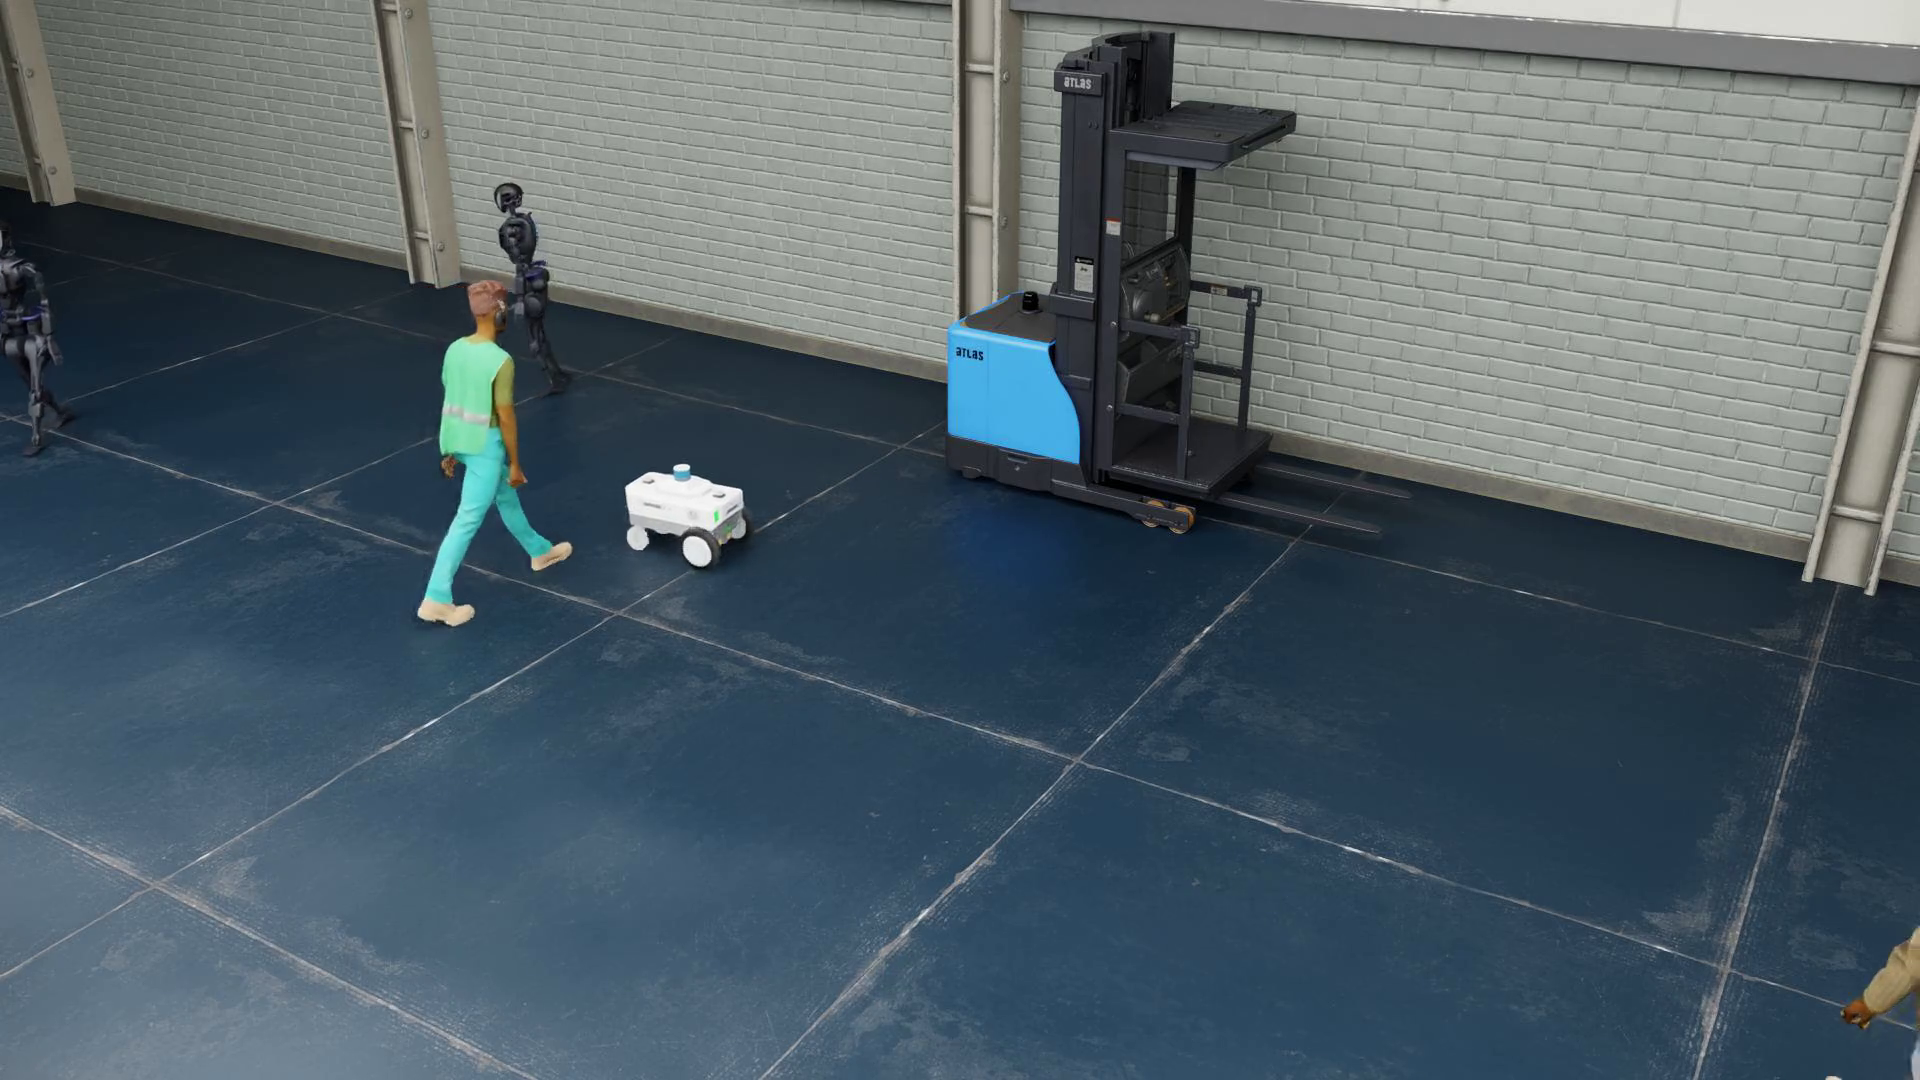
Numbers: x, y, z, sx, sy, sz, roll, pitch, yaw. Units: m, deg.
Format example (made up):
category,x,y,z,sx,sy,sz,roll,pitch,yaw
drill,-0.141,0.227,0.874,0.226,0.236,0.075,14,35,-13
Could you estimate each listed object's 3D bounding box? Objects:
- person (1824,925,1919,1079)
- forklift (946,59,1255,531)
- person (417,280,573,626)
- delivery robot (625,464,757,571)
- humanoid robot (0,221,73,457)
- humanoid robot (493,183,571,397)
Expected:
category,x,y,z,sx,sy,sz,roll,pitch,yaw
person,3.183,1.493,5.390,0.557,1.721,0.872,-7,26,-14
forklift,0.933,-1.707,10.833,1.873,2.768,1.129,15,29,28
person,-2.755,-0.520,9.489,0.513,1.884,1.191,18,31,33
delivery robot,-1.688,-0.171,10.290,0.802,0.598,0.499,11,28,22
humanoid robot,-6.626,-1.465,11.768,0.598,1.627,0.784,2,25,5
humanoid robot,-3.256,-1.902,12.648,0.399,1.641,0.601,-3,25,-7
